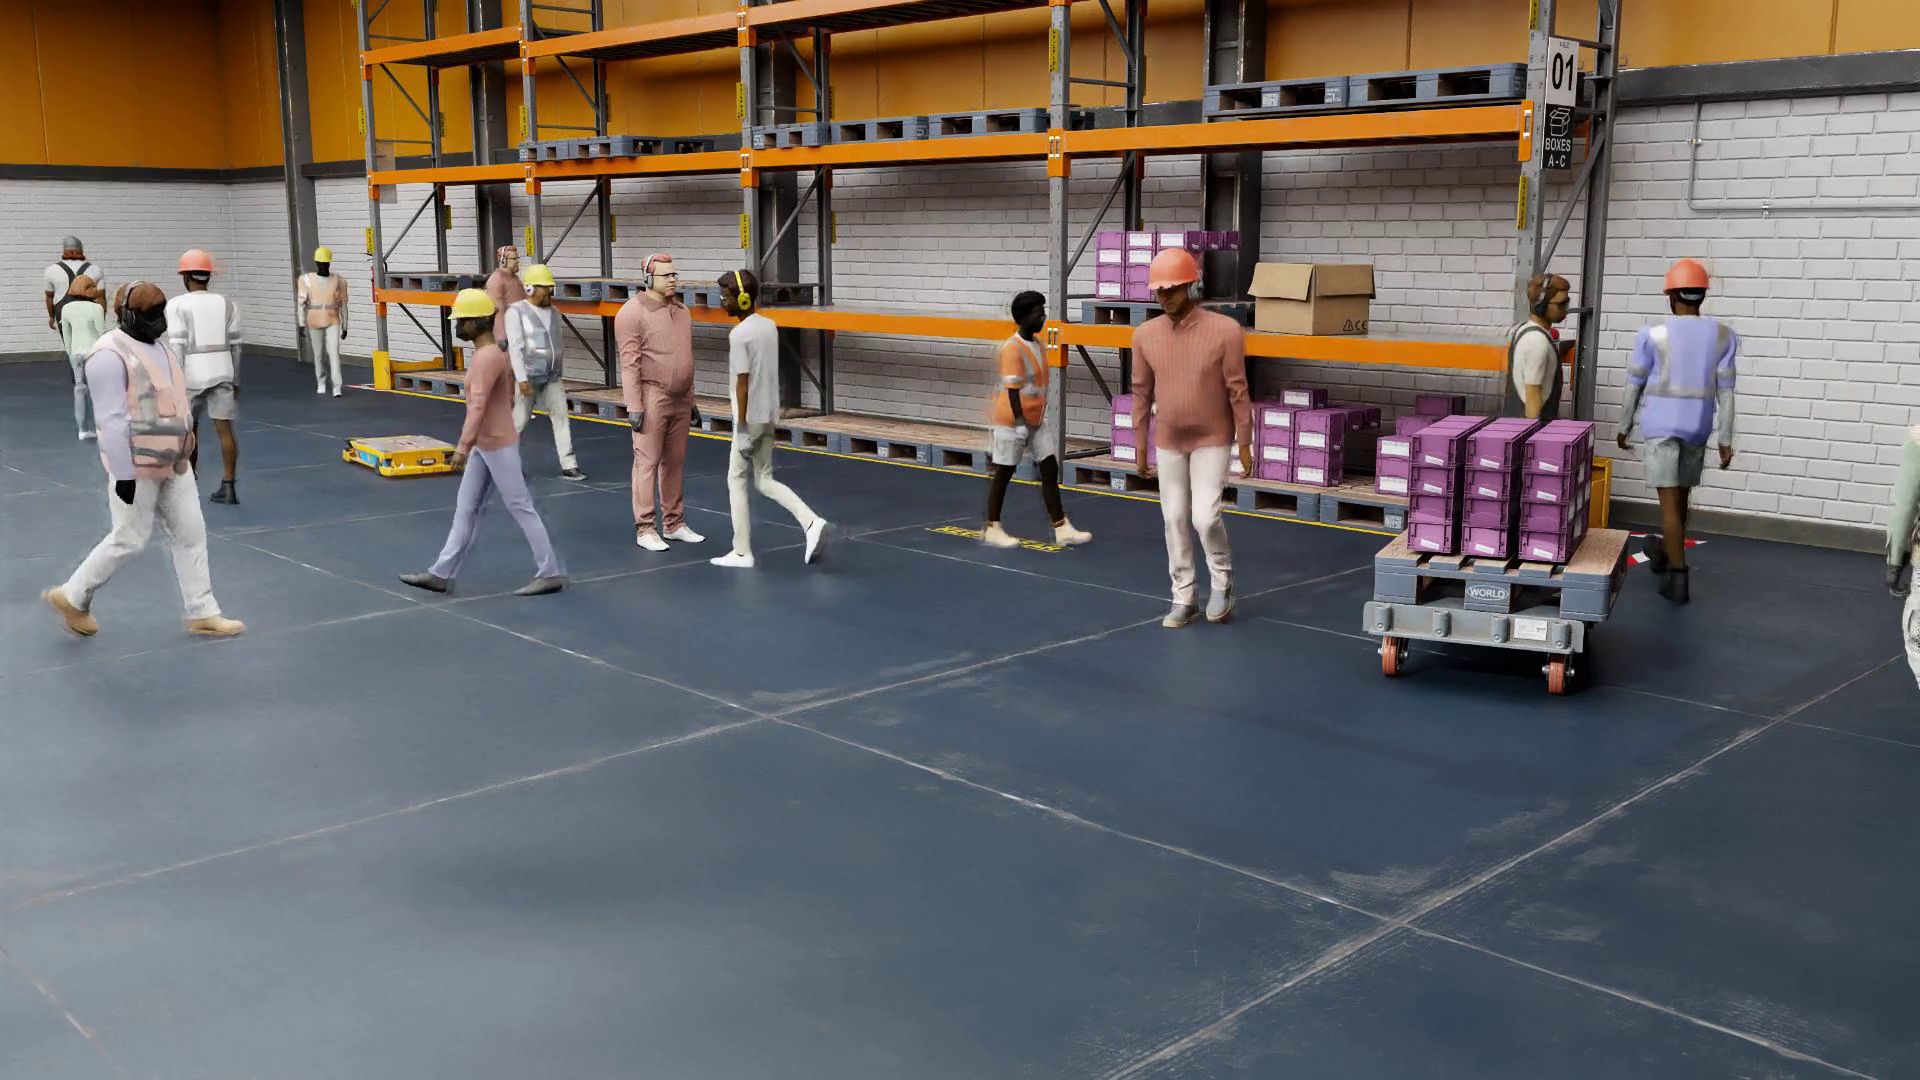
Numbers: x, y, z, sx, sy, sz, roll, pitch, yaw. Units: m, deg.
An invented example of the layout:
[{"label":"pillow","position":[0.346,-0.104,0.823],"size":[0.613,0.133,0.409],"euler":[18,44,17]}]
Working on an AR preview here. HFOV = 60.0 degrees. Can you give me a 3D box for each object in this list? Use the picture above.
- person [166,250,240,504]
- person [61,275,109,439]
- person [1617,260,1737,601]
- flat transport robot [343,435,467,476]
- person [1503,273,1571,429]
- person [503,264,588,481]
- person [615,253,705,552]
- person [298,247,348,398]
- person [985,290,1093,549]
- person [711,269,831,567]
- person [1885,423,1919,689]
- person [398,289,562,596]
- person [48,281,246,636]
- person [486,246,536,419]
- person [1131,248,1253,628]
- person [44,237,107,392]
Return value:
[{"label":"person","position":[-5.789,-1.238,12.661],"size":[0.875,1.900,0.577],"euler":[9,14,40]},{"label":"person","position":[-8.645,-1.809,16.516],"size":[0.498,1.634,0.281],"euler":[3,11,15]},{"label":"person","position":[4.061,-0.646,9.504],"size":[0.550,1.871,1.012],"euler":[0,10,0]},{"label":"flat transport robot","position":[-4.837,-0.747,14.449],"size":[0.652,0.197,1.431],"euler":[-7,13,-34]},{"label":"person","position":[3.166,-0.602,9.422],"size":[0.709,1.817,0.540],"euler":[2,11,10]},{"label":"person","position":[-3.541,-1.391,13.827],"size":[0.916,1.794,0.589],"euler":[8,13,37]},{"label":"person","position":[-1.918,-0.894,10.785],"size":[0.407,1.908,0.641],"euler":[6,12,30]},{"label":"person","position":[-8.049,-2.761,21.059],"size":[0.601,1.881,0.995],"euler":[-4,11,-20]},{"label":"person","position":[0.498,-0.748,10.618],"size":[0.789,1.660,0.557],"euler":[6,12,28]},{"label":"person","position":[-1.175,-0.704,9.994],"size":[0.736,1.825,0.526],"euler":[5,12,26]},{"label":"person","position":[3.683,0.113,6.068],"size":[0.515,1.624,0.659],"euler":[3,11,13]},{"label":"person","position":[-2.681,-0.520,9.251],"size":[0.913,1.724,0.541],"euler":[-4,11,-21]},{"label":"person","position":[-4.112,-0.380,8.272],"size":[0.836,1.811,0.625],"euler":[1,10,6]},{"label":"person","position":[-4.880,-2.239,18.120],"size":[0.410,1.909,0.642],"euler":[1,10,5]},{"label":"person","position":[1.150,-0.494,8.459],"size":[0.639,1.959,0.540],"euler":[6,12,30]},{"label":"person","position":[-11.387,-2.917,21.452],"size":[0.695,2.000,0.979],"euler":[-6,12,-29]}]
